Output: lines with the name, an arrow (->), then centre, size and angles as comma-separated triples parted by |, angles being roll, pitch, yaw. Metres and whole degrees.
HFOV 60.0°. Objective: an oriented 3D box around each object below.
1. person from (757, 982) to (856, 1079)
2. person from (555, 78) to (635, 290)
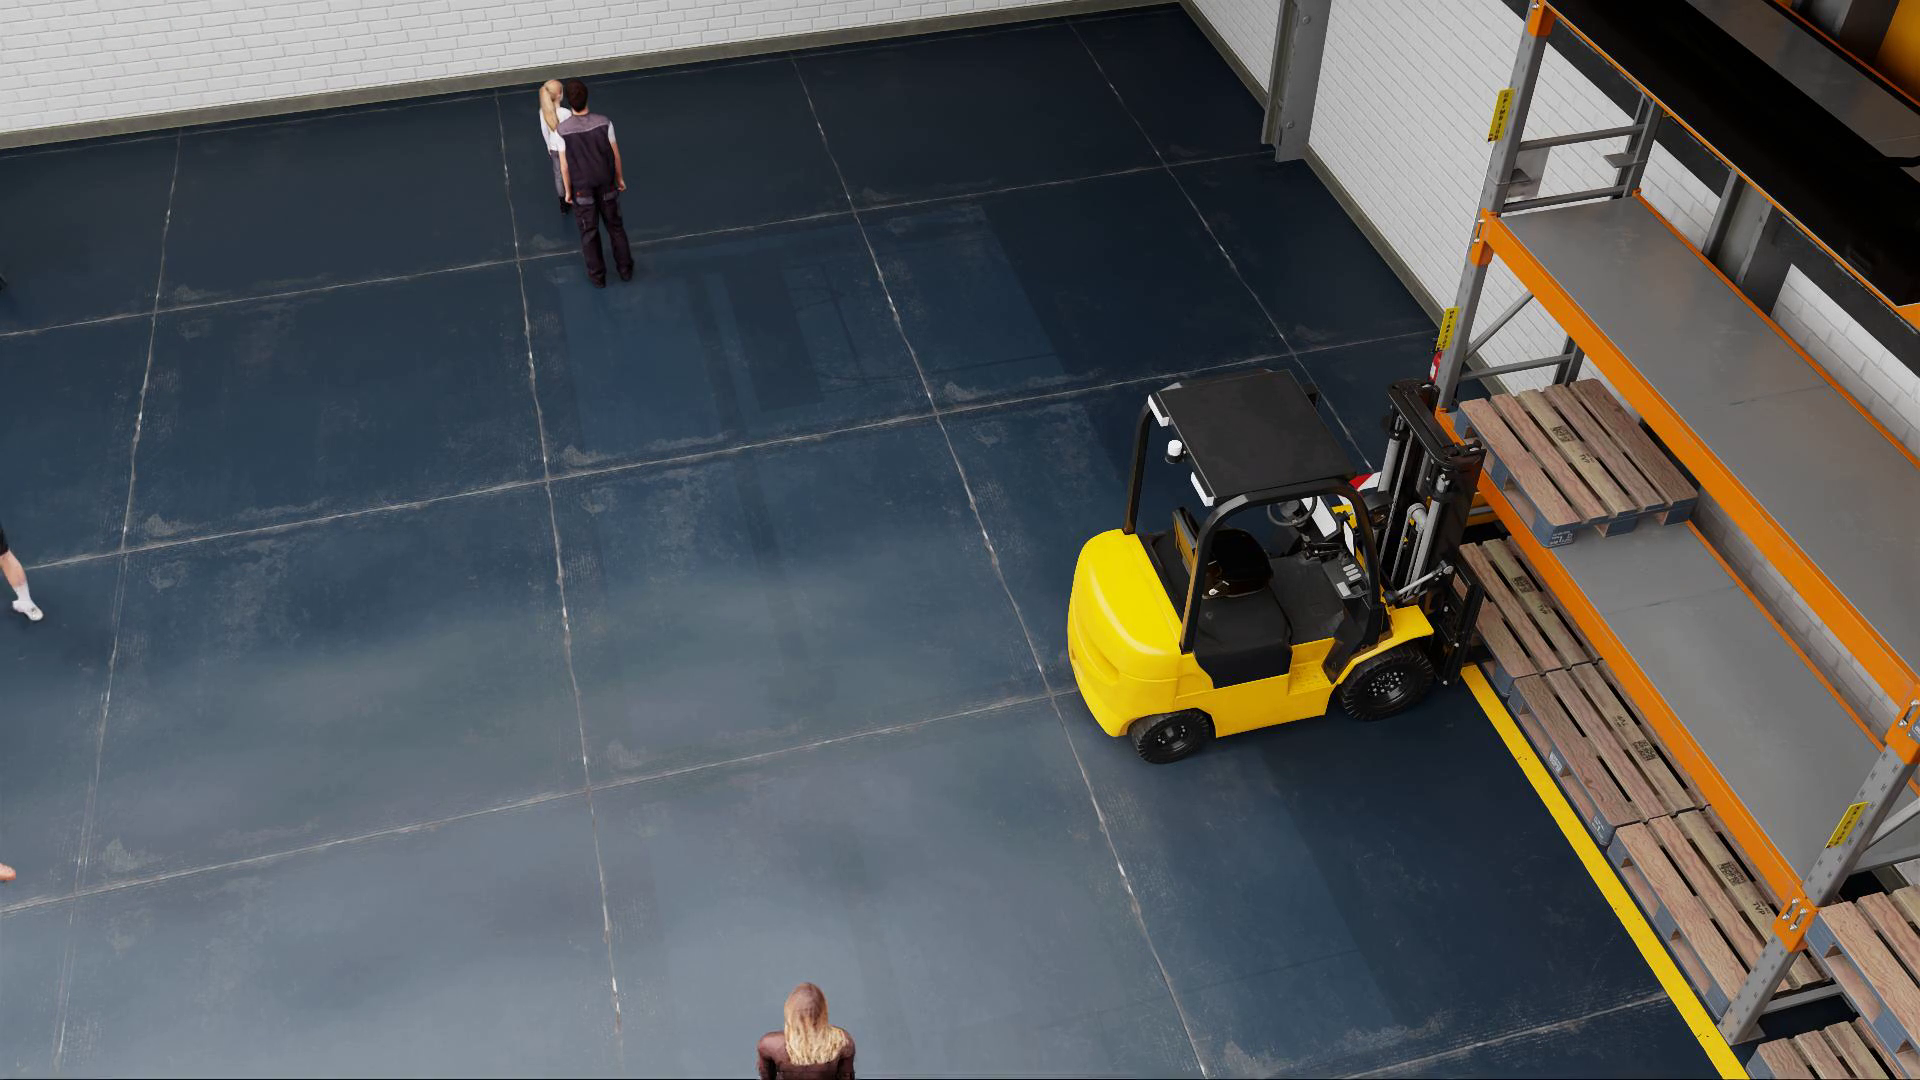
person -> -0.710, 2.745, 7.862 | 0.632, 1.654, 1.147 | -8, 44, -8
person -> -3.012, -2.923, 13.669 | 0.690, 1.848, 0.614 | -16, 46, -16
